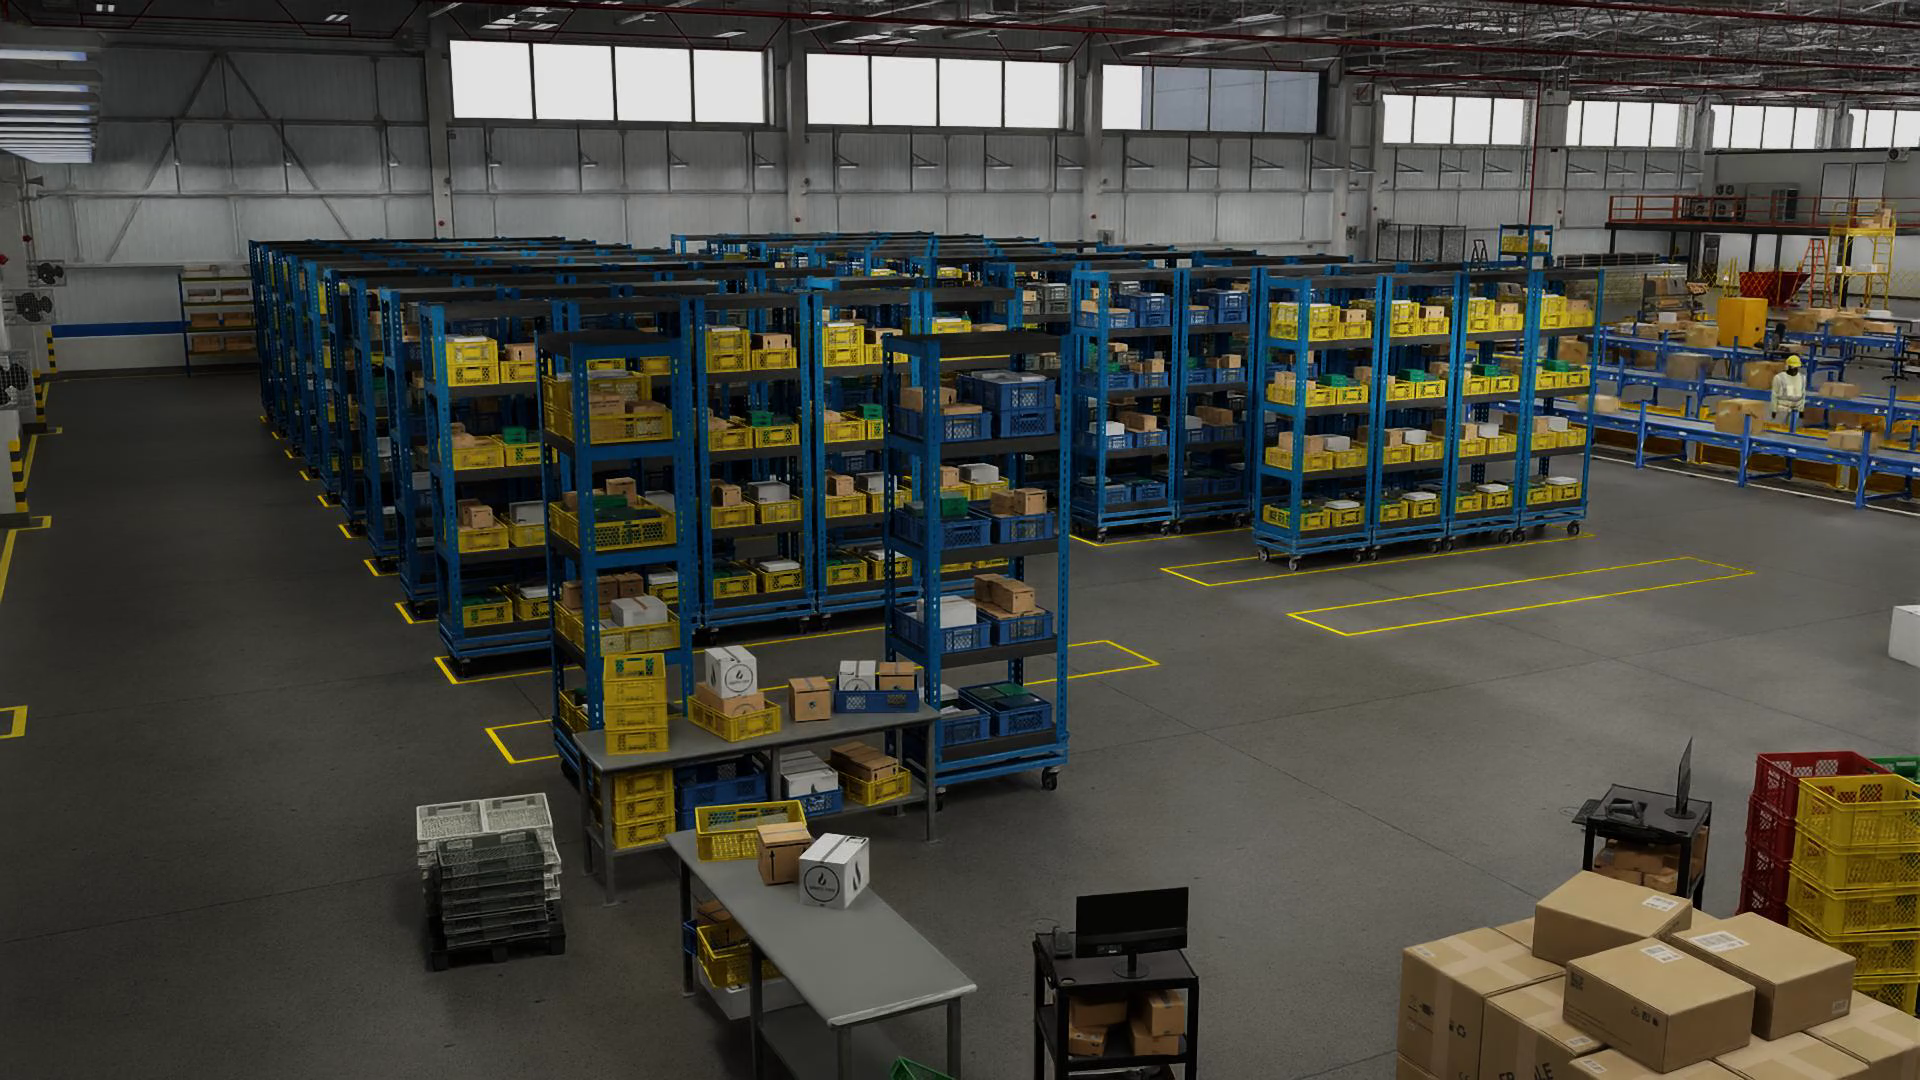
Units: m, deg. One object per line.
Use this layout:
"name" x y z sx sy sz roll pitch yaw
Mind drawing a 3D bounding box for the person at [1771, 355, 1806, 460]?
"person" 14.249 -2.270 28.615 0.592 1.826 0.403 -1 12 -7

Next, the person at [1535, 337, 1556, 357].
"person" 14.233 -4.702 40.440 0.498 1.634 0.279 2 12 11

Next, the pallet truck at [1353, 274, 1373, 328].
"pallet truck" 13.011 -8.050 55.243 0.823 1.965 1.885 -7 14 -28
